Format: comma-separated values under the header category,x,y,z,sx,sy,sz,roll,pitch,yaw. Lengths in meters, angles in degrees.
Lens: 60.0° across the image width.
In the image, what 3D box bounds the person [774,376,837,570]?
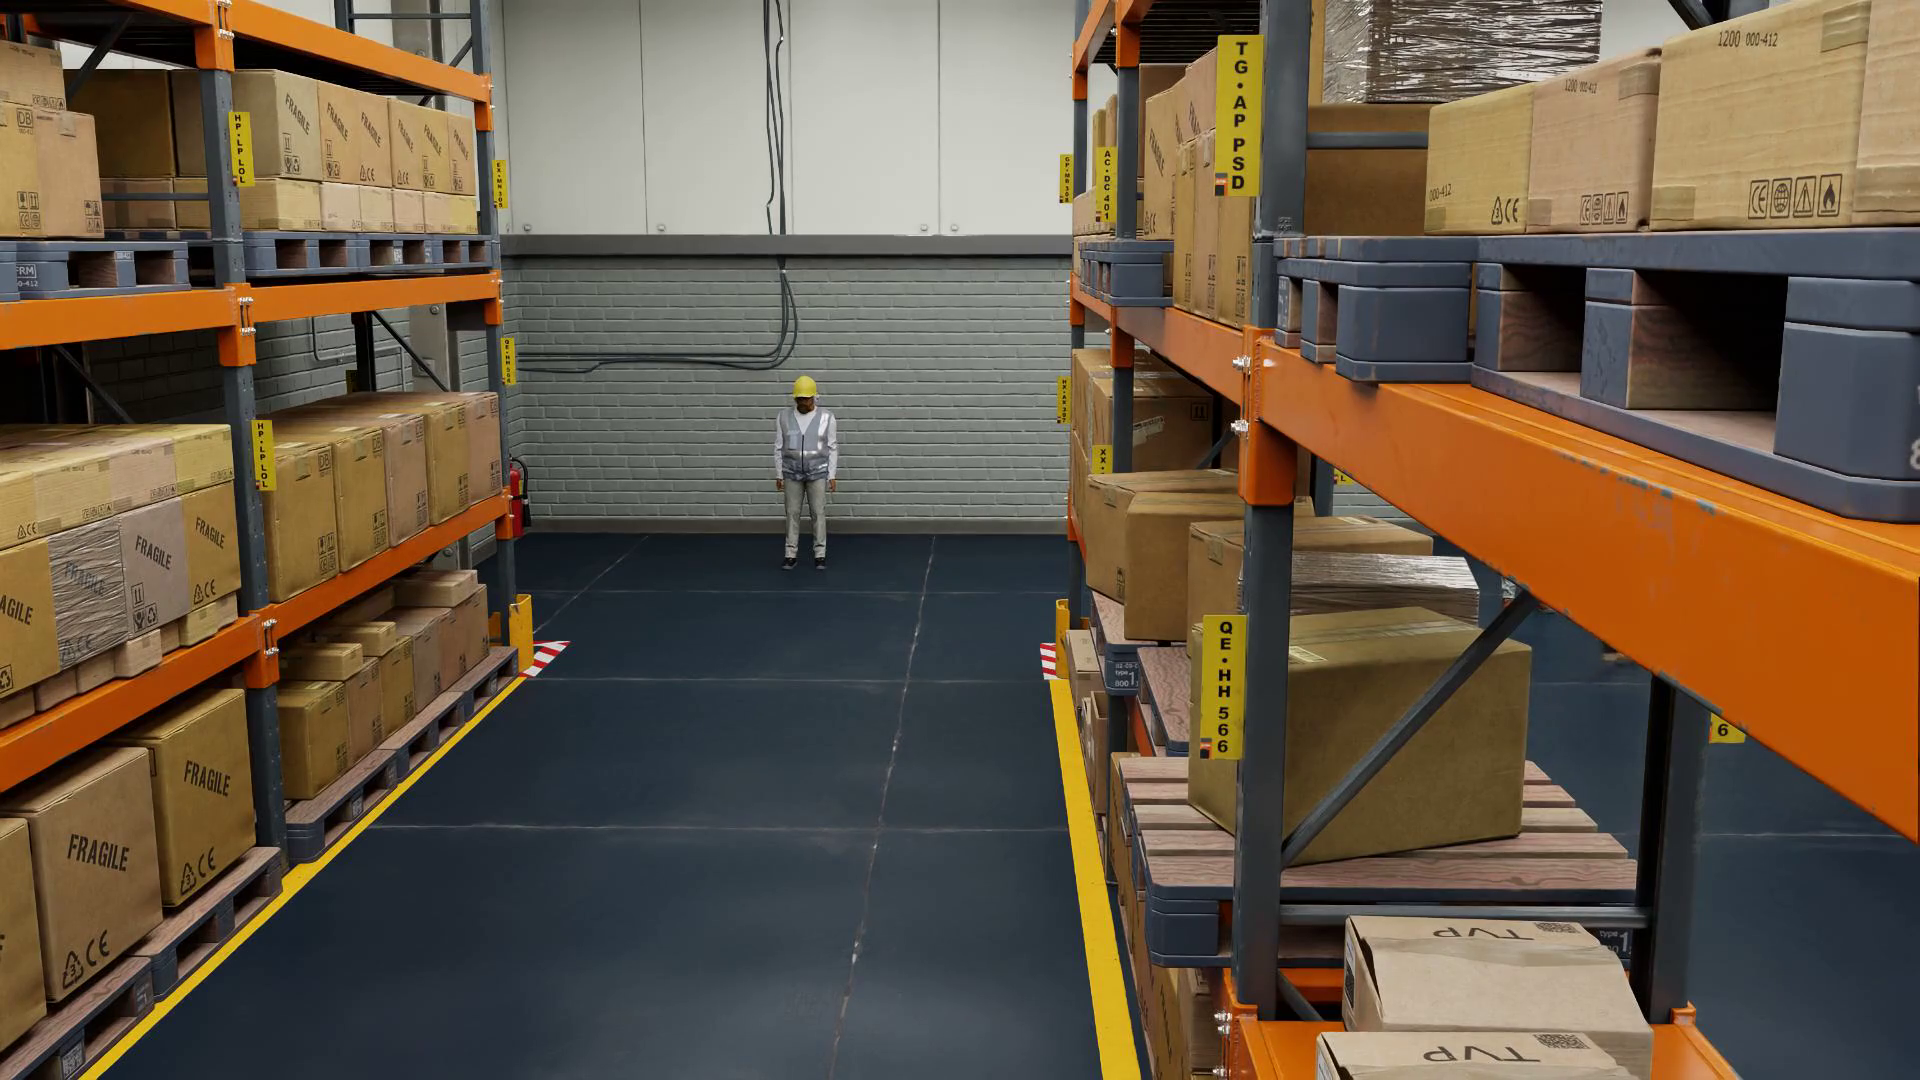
category,x,y,z,sx,sy,sz,roll,pitch,yaw
person,-1.444,-0.622,15.538,0.588,1.823,0.403,0,10,1

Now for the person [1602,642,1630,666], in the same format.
category,x,y,z,sx,sy,sz,roll,pitch,yaw
person,4.973,-0.010,12.092,0.794,1.816,0.522,-7,13,-36

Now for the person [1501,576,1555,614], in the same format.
category,x,y,z,sx,sy,sz,roll,pitch,yaw
person,4.739,-0.355,13.705,0.627,1.940,0.373,0,10,1
